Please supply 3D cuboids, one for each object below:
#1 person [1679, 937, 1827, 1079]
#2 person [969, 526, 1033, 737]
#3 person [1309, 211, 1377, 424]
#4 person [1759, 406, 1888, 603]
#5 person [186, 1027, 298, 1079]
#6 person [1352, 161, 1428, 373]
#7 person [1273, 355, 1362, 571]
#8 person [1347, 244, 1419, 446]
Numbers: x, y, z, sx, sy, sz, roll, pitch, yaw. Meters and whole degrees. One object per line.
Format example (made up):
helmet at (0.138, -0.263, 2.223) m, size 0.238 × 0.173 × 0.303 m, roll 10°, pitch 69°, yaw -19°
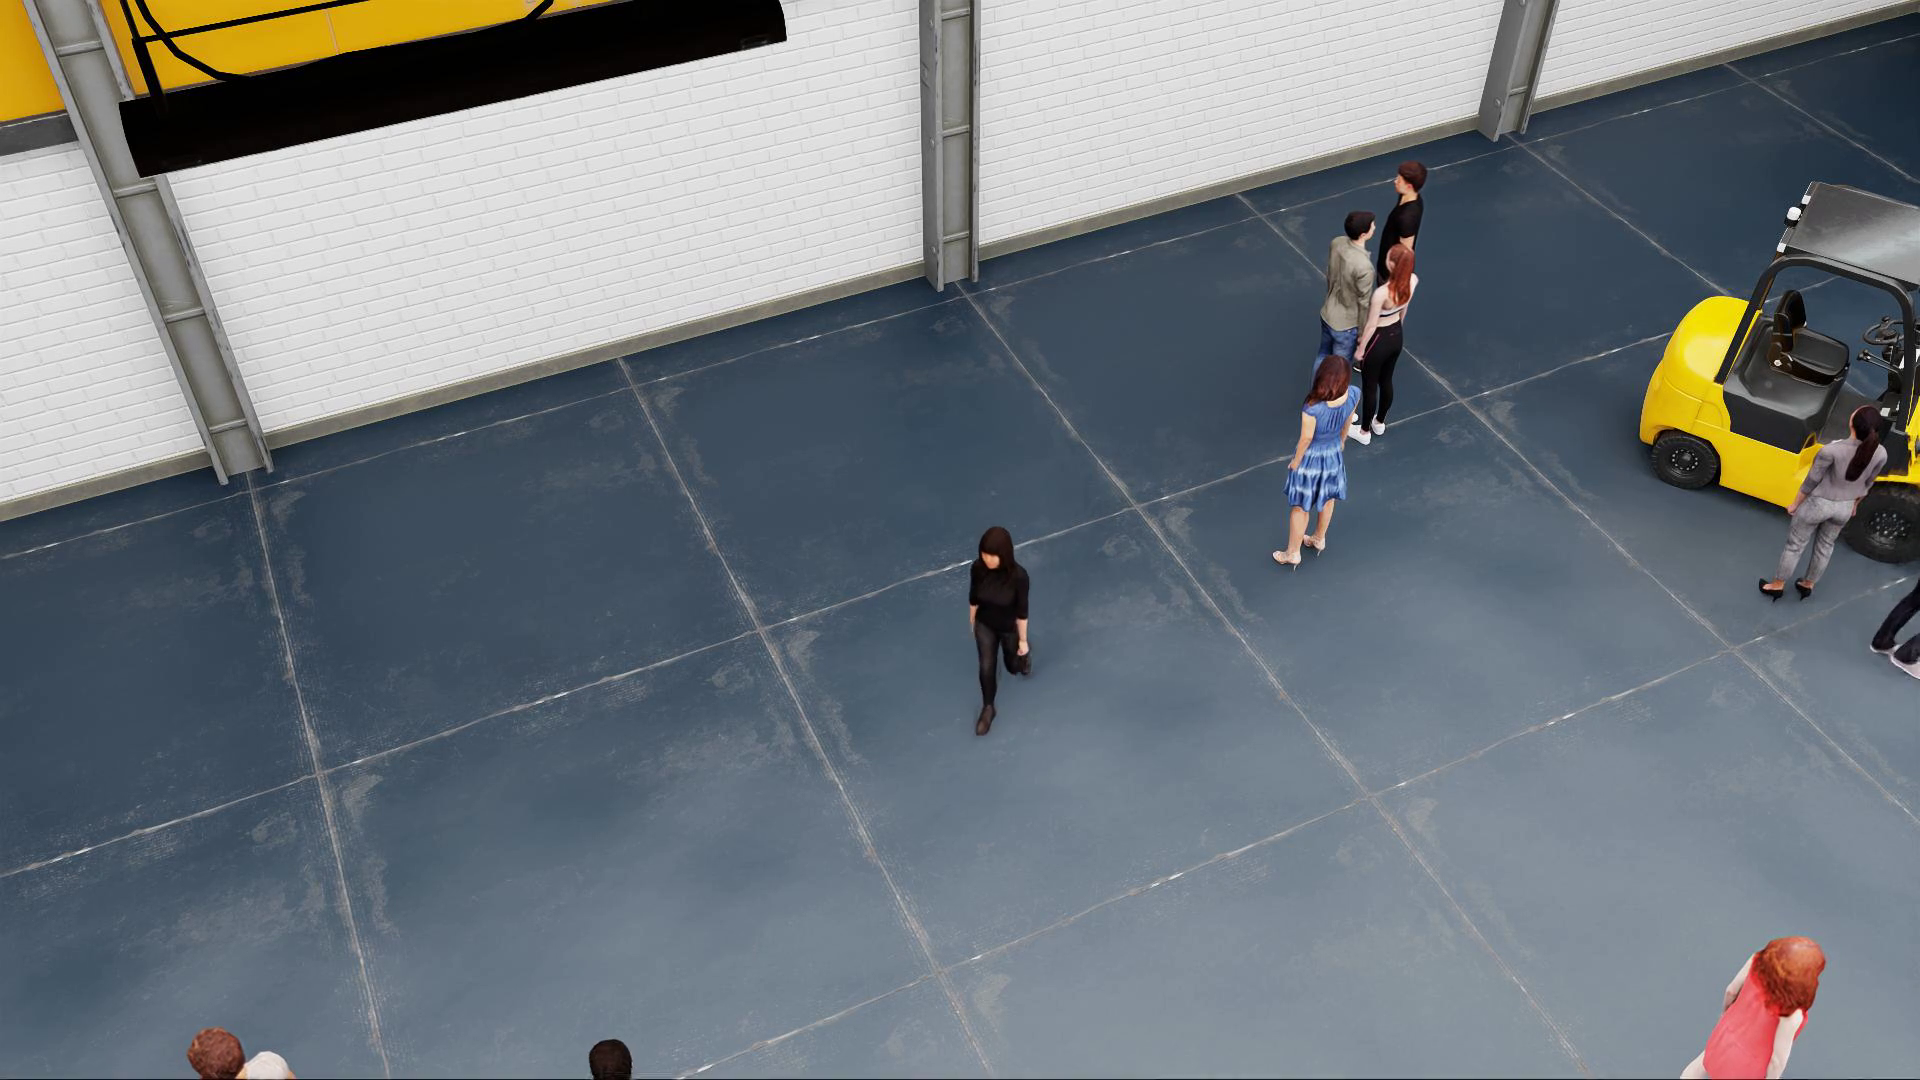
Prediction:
person at (3.880, 2.522, 8.255) m, size 0.595 × 1.828 × 0.645 m, roll -6°, pitch 44°, yaw -7°
person at (0.285, 0.497, 10.528) m, size 0.931 × 1.624 × 0.979 m, roll 13°, pitch 45°, yaw 14°
person at (2.905, -1.693, 12.652) m, size 0.593 × 1.865 × 0.716 m, roll -15°, pitch 46°, yaw -15°
person at (5.852, -0.224, 11.247) m, size 0.667 × 1.678 × 0.776 m, roll 0°, pitch 44°, yaw 0°
person at (-3.249, 2.873, 7.837) m, size 0.808 × 1.896 × 0.704 m, roll 21°, pitch 47°, yaw 20°
person at (3.441, -2.157, 13.143) m, size 0.779 × 1.861 × 0.765 m, roll 7°, pitch 44°, yaw 8°
person at (2.464, -0.536, 11.481) m, size 0.545 × 1.806 × 0.754 m, roll -24°, pitch 49°, yaw -23°
person at (3.189, -1.473, 12.513) m, size 0.501 × 1.740 × 0.674 m, roll -24°, pitch 49°, yaw -23°
